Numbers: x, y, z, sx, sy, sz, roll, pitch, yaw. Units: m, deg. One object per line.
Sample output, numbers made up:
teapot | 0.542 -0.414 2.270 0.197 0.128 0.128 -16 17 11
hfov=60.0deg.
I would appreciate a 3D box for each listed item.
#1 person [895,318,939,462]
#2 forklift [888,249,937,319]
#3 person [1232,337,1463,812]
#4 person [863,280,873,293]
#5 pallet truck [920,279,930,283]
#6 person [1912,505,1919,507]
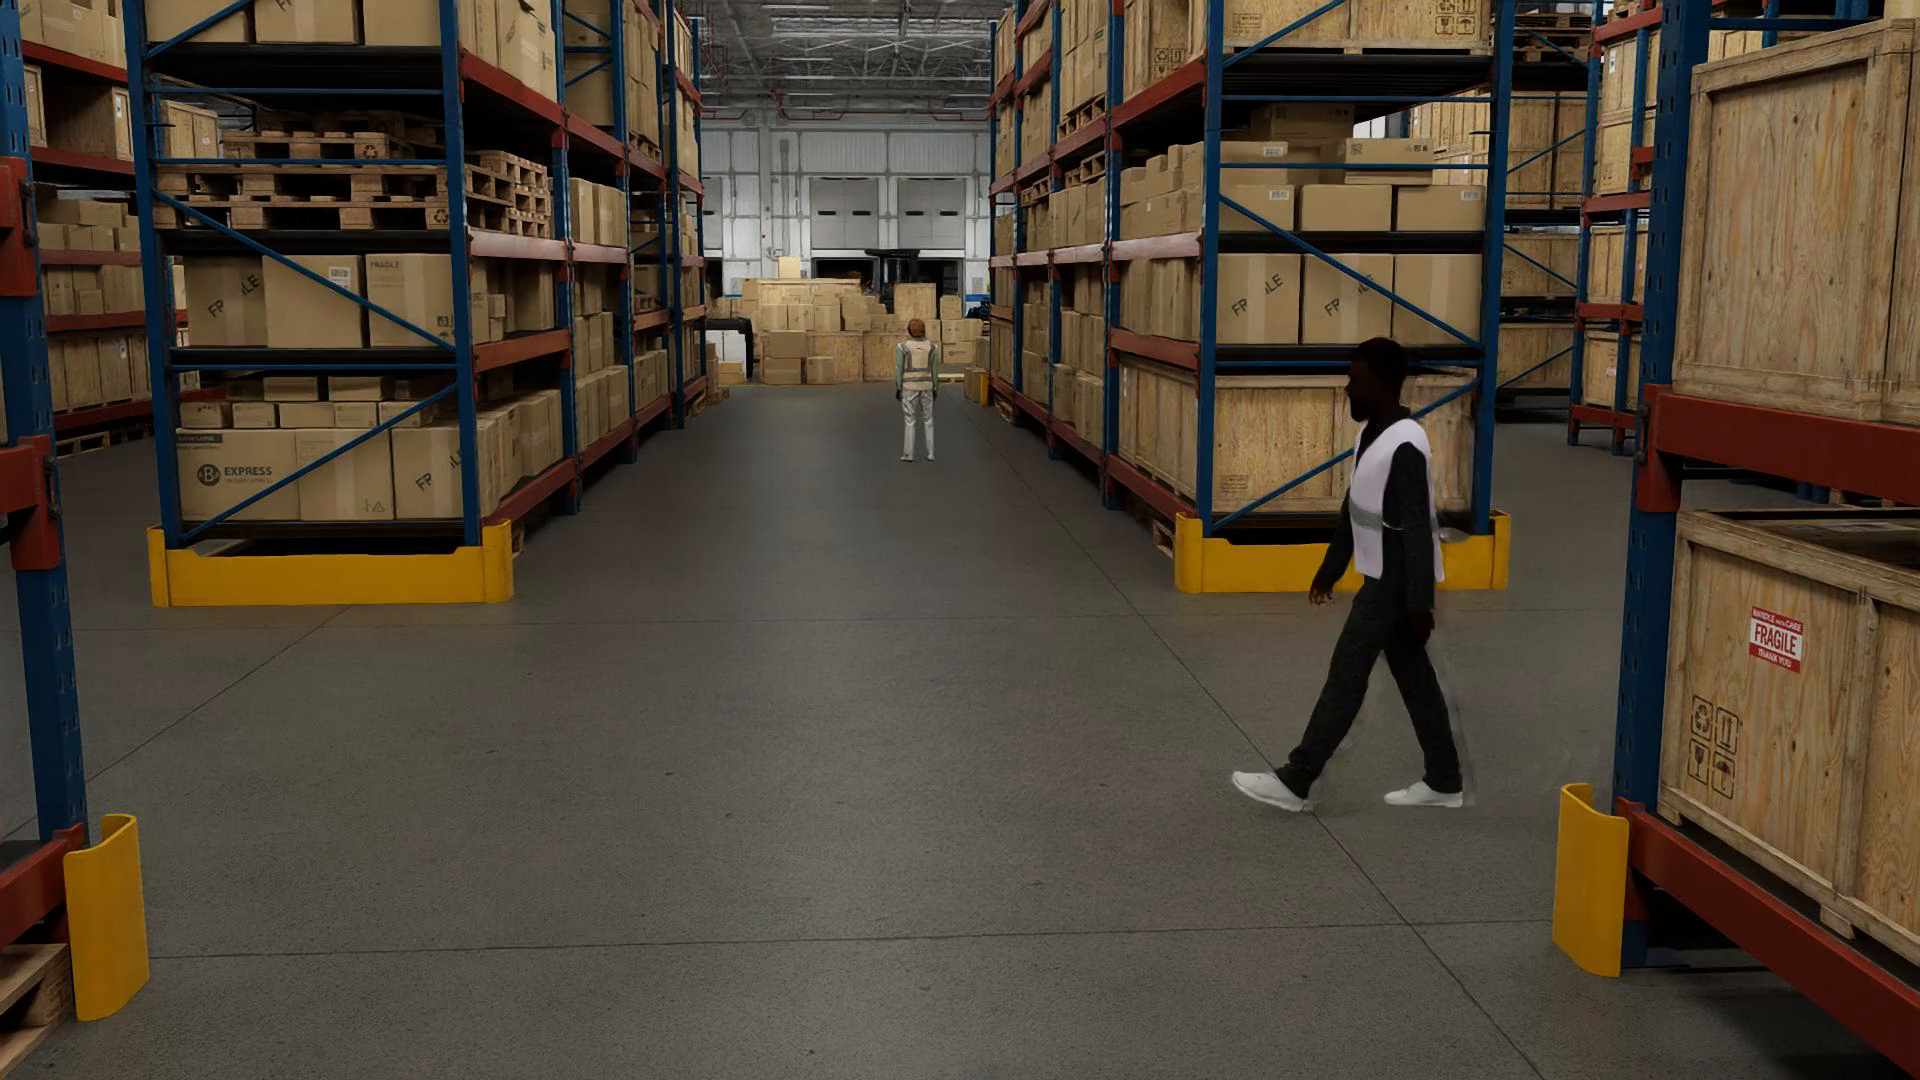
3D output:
person | -0.489 -1.701 18.937 0.518 1.629 0.314 -4 10 -22
forklift | -1.524 -6.536 45.370 1.129 2.768 1.873 7 11 36
person | 1.561 0.153 6.529 0.986 1.872 0.599 1 9 6
person | -3.188 -8.048 57.810 0.373 1.941 0.627 -2 9 -14
pallet truck | -0.932 -8.922 63.114 1.885 1.965 0.823 2 9 13
person | 3.569 0.385 5.906 0.763 1.606 0.505 -1 9 -4
